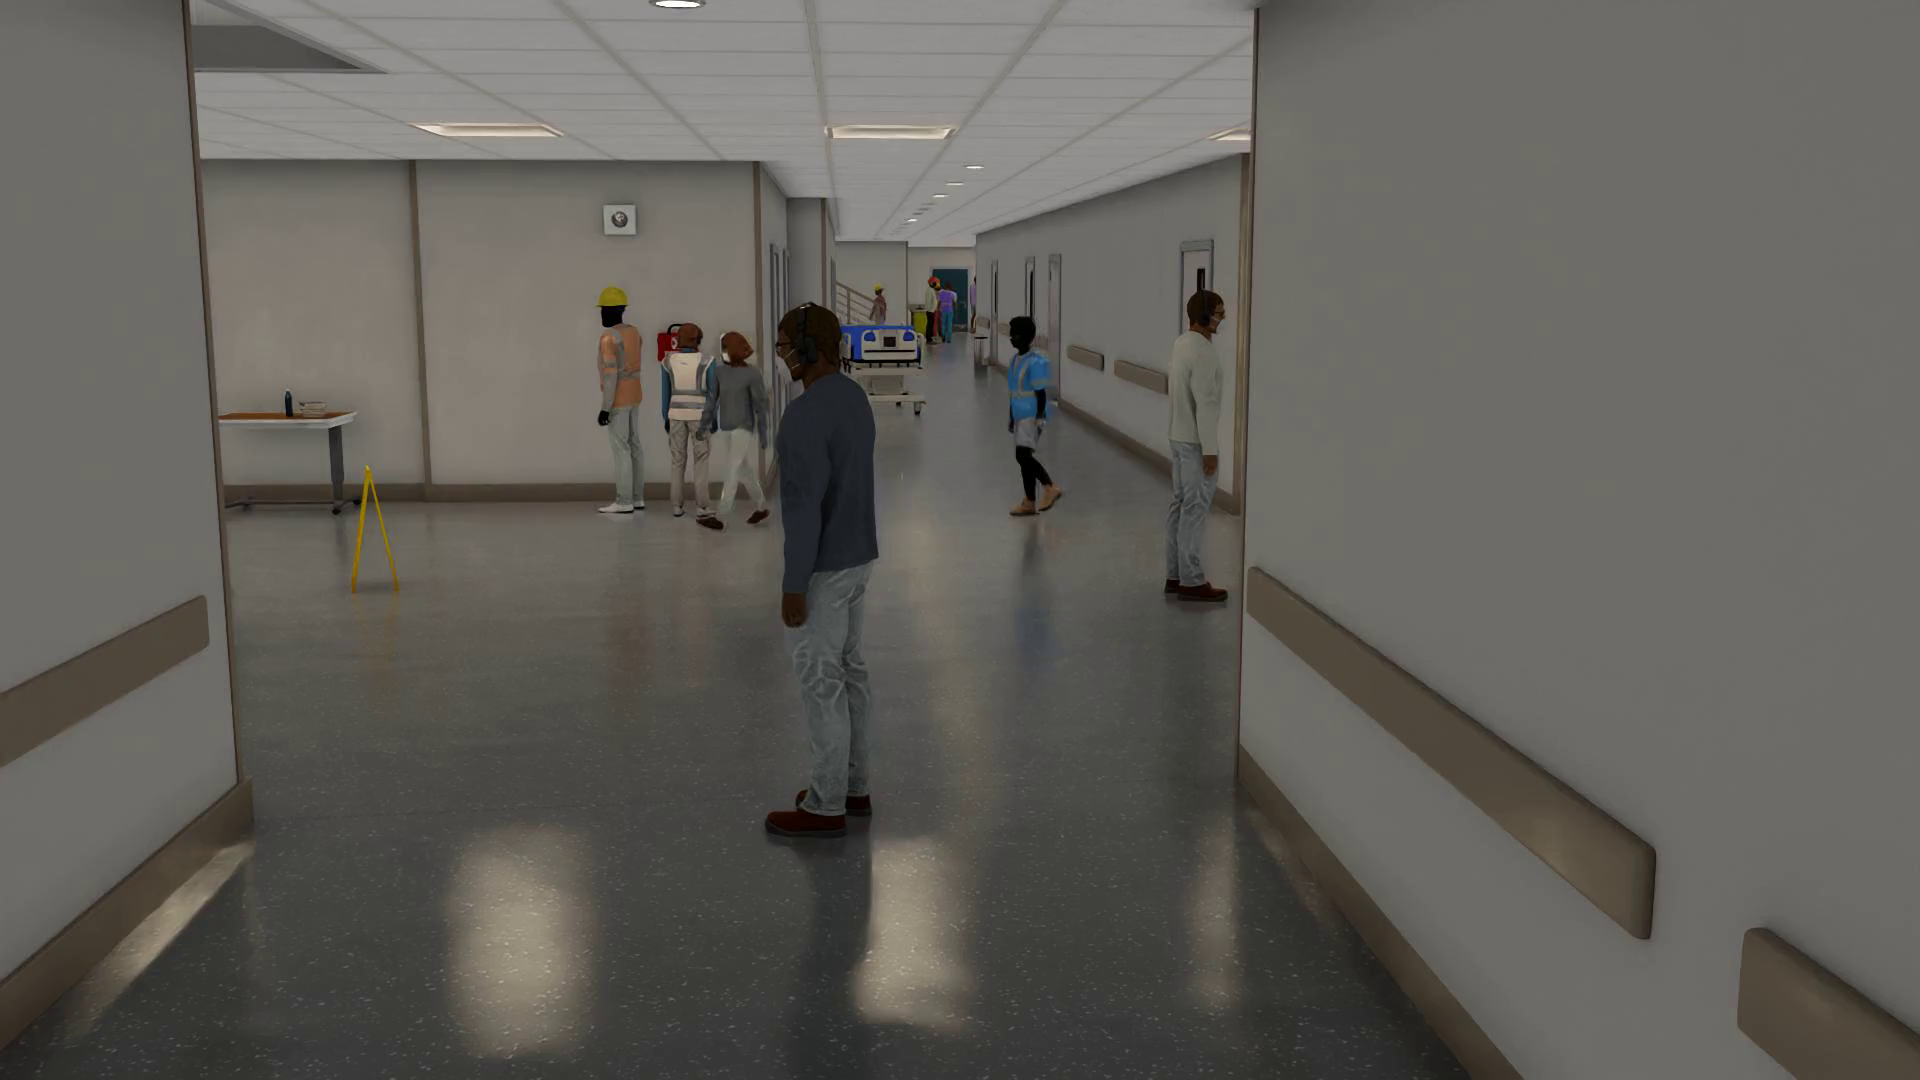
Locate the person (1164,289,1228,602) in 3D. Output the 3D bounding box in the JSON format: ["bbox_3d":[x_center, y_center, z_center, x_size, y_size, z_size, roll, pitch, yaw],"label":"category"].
[{"bbox_3d":[1.474,-0.591,10.389,0.354,1.937,0.635,-1,9,-8],"label":"person"}]

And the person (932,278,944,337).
[{"bbox_3d":[-0.768,-7.615,54.547,0.540,1.929,0.403,-3,9,-15],"label":"person"}]

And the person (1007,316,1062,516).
[{"bbox_3d":[0.563,-1.023,13.885,0.380,1.687,0.536,-3,10,-20],"label":"person"}]

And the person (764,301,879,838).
[{"bbox_3d":[-0.493,0.109,6.038,0.384,1.930,0.634,2,9,14],"label":"person"}]

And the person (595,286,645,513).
[{"bbox_3d":[-2.909,-1.188,14.172,0.375,1.929,0.585,3,9,16],"label":"person"}]

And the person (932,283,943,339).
[{"bbox_3d":[-0.721,-7.239,52.667,0.526,1.768,0.315,-4,10,-23],"label":"person"}]

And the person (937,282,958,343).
[{"bbox_3d":[-0.382,-6.796,49.723,0.636,1.813,0.456,1,9,7],"label":"person"}]

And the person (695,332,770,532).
[{"bbox_3d":[-1.811,-0.864,13.271,0.492,1.570,0.915,7,12,39],"label":"person"}]

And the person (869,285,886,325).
[{"bbox_3d":[-2.373,-6.285,46.747,0.730,1.743,0.531,3,10,20],"label":"person"}]

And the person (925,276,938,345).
[{"bbox_3d":[-0.821,-6.655,48.326,0.404,1.985,0.602,1,9,9],"label":"person"}]

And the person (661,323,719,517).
[{"bbox_3d":[-2.263,-1.002,13.953,0.503,1.630,0.323,2,9,14],"label":"person"}]
